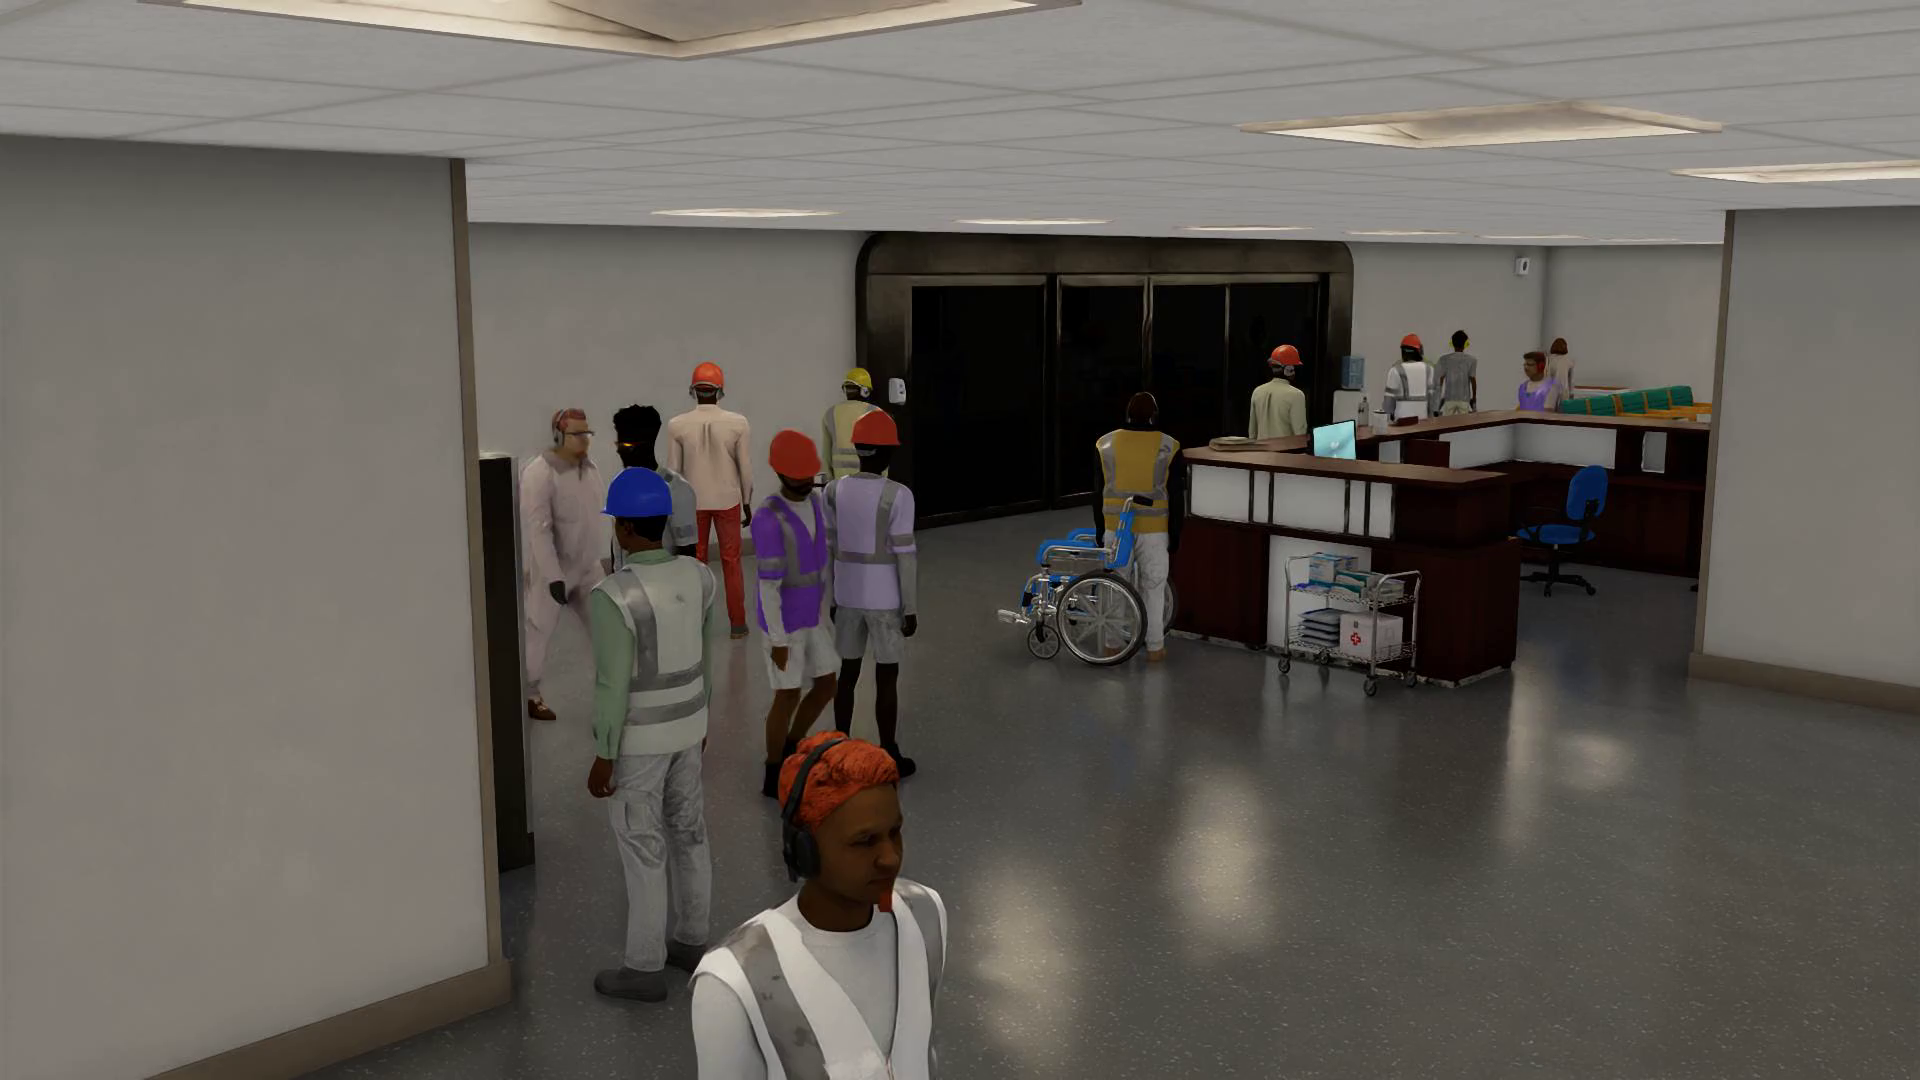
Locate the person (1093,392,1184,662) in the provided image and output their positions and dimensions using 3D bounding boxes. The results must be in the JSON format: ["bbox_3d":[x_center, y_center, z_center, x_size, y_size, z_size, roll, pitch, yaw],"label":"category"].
[{"bbox_3d":[1.206,-0.082,11.258,0.625,1.838,0.430,2,10,14],"label":"person"}]

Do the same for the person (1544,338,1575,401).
[{"bbox_3d":[8.907,-2.190,24.784,0.507,1.632,0.264,-2,9,-11],"label":"person"}]

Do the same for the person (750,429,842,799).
[{"bbox_3d":[-0.815,0.387,8.181,0.479,1.893,0.597,5,10,26],"label":"person"}]

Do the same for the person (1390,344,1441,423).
[{"bbox_3d":[5.724,-1.643,20.974,0.631,1.796,0.940,2,10,15],"label":"person"}]

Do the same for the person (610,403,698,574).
[{"bbox_3d":[-1.637,0.260,8.742,0.614,1.962,0.365,7,12,38],"label":"person"}]

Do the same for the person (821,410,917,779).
[{"bbox_3d":[-0.451,0.292,8.666,0.546,1.929,0.391,5,11,28],"label":"person"}]

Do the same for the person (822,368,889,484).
[{"bbox_3d":[-0.869,-0.549,14.148,0.588,1.821,0.404,3,10,20],"label":"person"}]

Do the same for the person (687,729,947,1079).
[{"bbox_3d":[-0.213,1.253,2.907,0.362,1.882,0.576,7,12,39],"label":"person"}]

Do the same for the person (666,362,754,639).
[{"bbox_3d":[-1.782,-0.271,11.906,0.610,1.996,0.384,-1,9,-5],"label":"person"}]

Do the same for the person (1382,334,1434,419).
[{"bbox_3d":[5.098,-1.393,19.029,0.650,1.913,0.404,-3,10,-17],"label":"person"}]

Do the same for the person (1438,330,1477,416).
[{"bbox_3d":[6.449,-1.787,21.589,0.515,1.873,0.329,4,10,22],"label":"person"}]

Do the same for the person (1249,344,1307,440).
[{"bbox_3d":[2.829,-0.725,14.692,0.395,1.992,0.622,-7,11,-36],"label":"person"}]

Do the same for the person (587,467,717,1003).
[{"bbox_3d":[-1.129,0.703,6.080,0.388,1.947,0.615,5,11,29],"label":"person"}]
